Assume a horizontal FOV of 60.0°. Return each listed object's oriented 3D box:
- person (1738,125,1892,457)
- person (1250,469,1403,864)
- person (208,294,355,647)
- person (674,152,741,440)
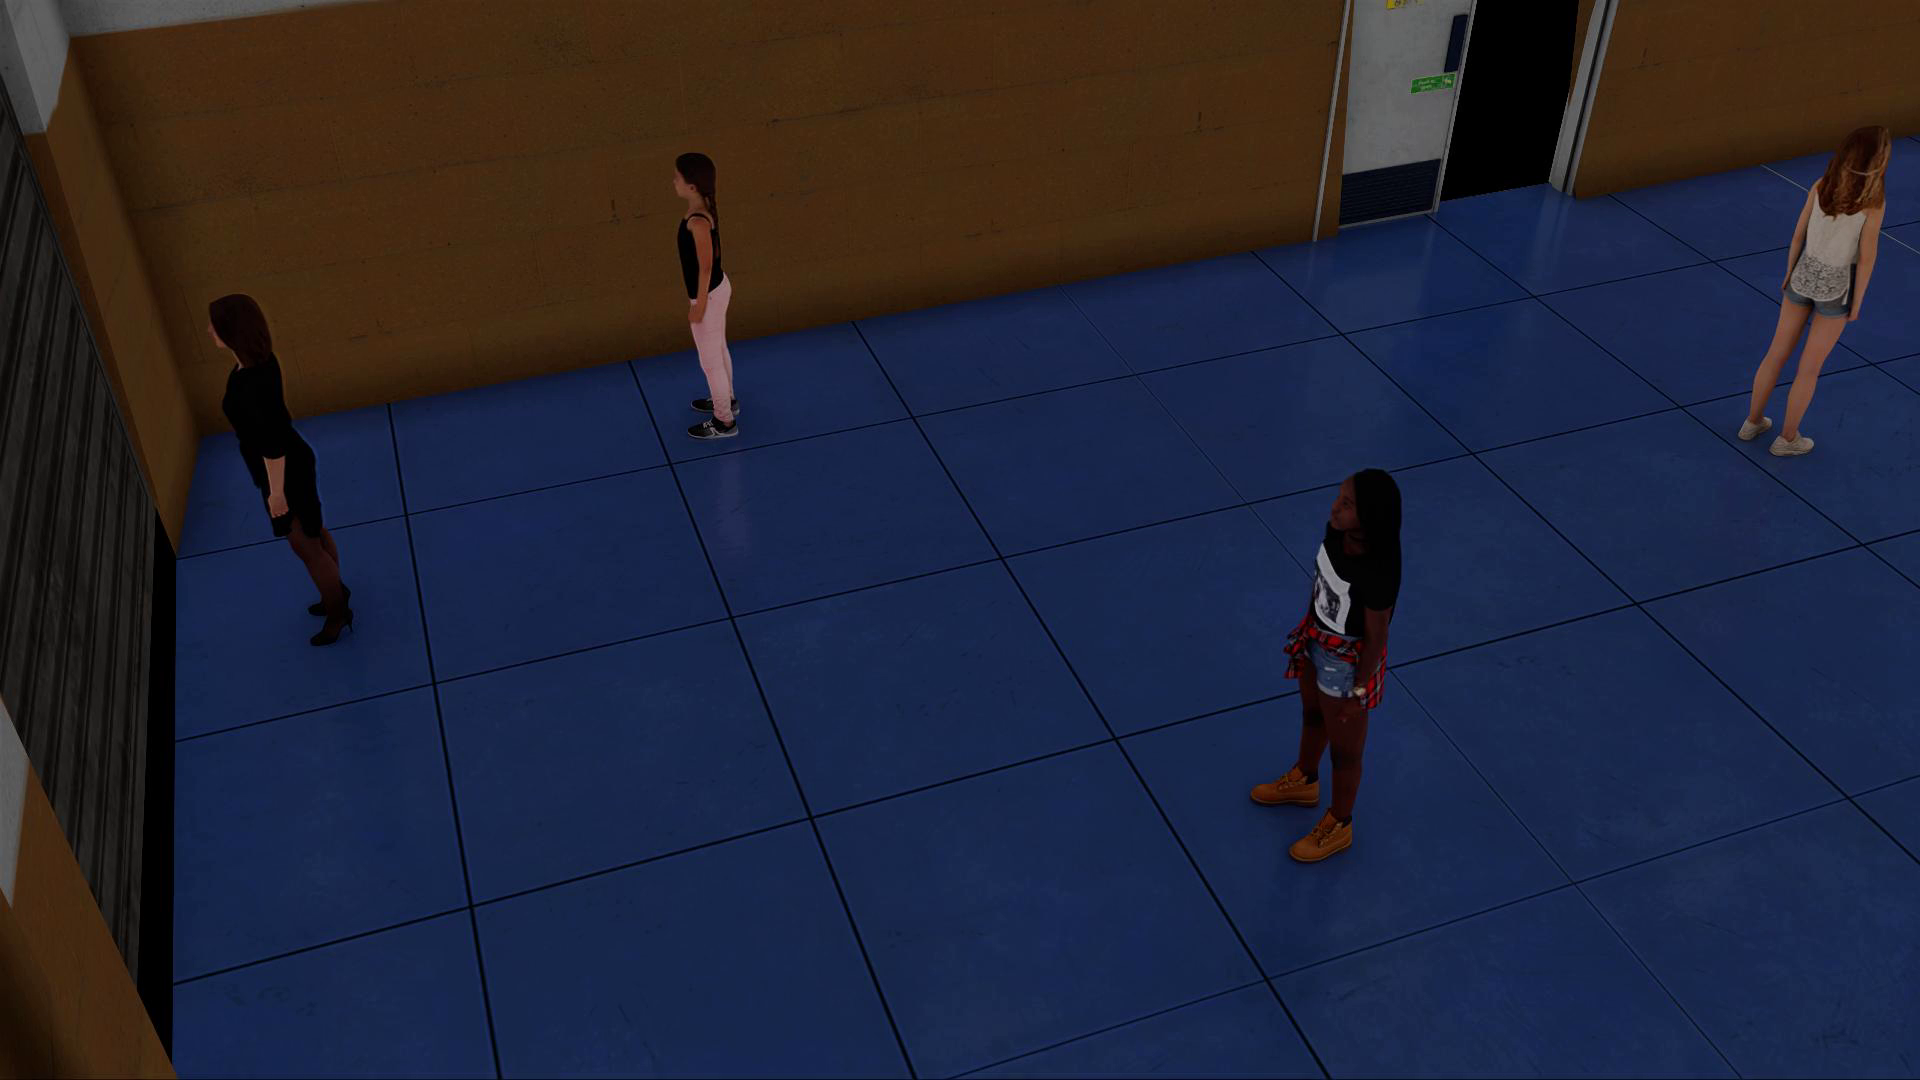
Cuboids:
[{"bbox_3d":[4.290,-1.231,8.324,0.669,1.759,0.509,-20,41,-24],"label":"person"},{"bbox_3d":[1.396,0.453,6.106,0.692,1.728,0.553,-8,38,-11],"label":"person"},{"bbox_3d":[-2.875,-0.283,7.092,0.653,1.705,0.438,-10,38,-14],"label":"person"},{"bbox_3d":[-1.295,-1.251,8.512,0.654,1.565,0.541,0,37,0],"label":"person"}]
